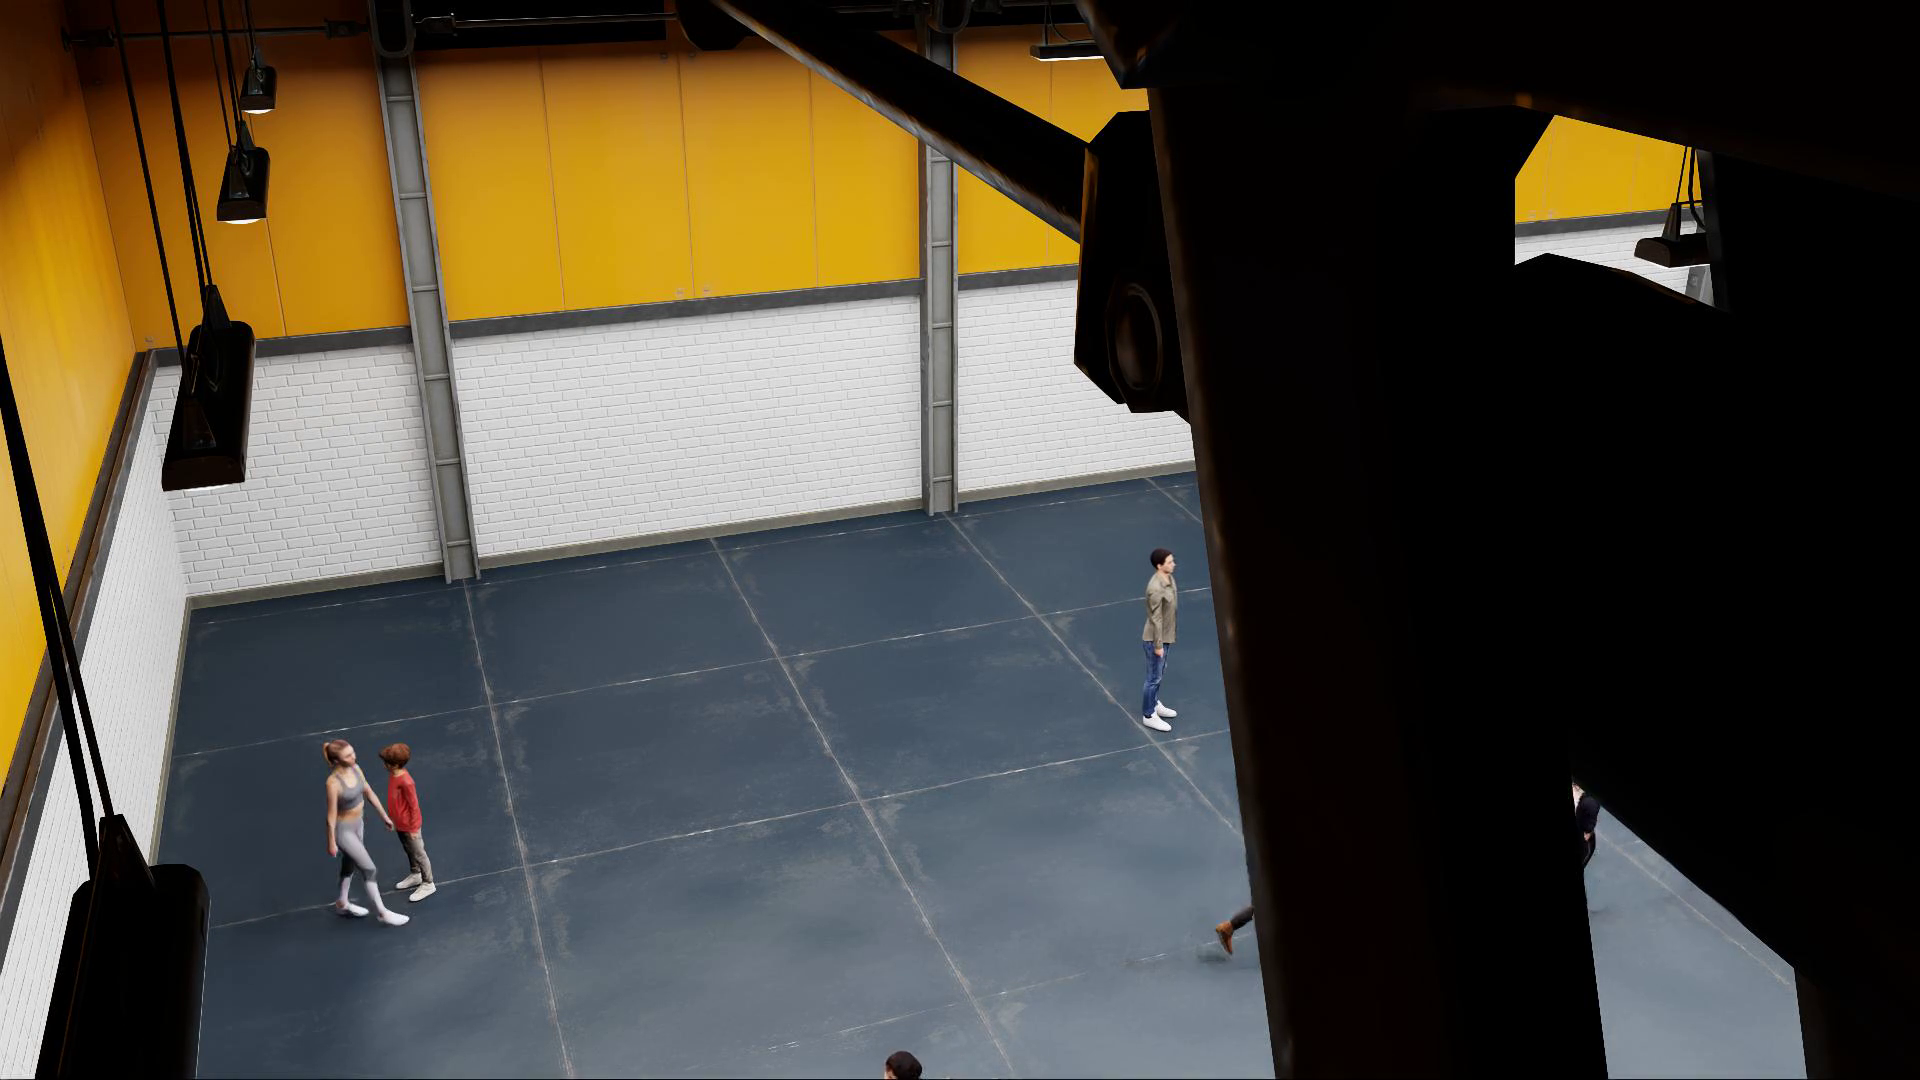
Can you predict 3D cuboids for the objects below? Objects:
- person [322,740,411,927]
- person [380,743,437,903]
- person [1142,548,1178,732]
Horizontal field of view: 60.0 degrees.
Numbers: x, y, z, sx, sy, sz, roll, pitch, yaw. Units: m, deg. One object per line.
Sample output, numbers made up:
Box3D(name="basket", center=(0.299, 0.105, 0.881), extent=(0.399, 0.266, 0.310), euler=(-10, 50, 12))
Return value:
Box3D(name="person", center=(-4.955, 2.324, 13.284), extent=(1.016, 1.672, 0.845), euler=(2, 24, 5))
Box3D(name="person", center=(-4.540, 2.292, 13.676), extent=(0.567, 1.417, 0.577), euler=(-19, 30, -37))
Box3D(name="person", center=(1.927, 0.937, 16.215), extent=(0.819, 1.865, 0.791), euler=(7, 25, 16))
